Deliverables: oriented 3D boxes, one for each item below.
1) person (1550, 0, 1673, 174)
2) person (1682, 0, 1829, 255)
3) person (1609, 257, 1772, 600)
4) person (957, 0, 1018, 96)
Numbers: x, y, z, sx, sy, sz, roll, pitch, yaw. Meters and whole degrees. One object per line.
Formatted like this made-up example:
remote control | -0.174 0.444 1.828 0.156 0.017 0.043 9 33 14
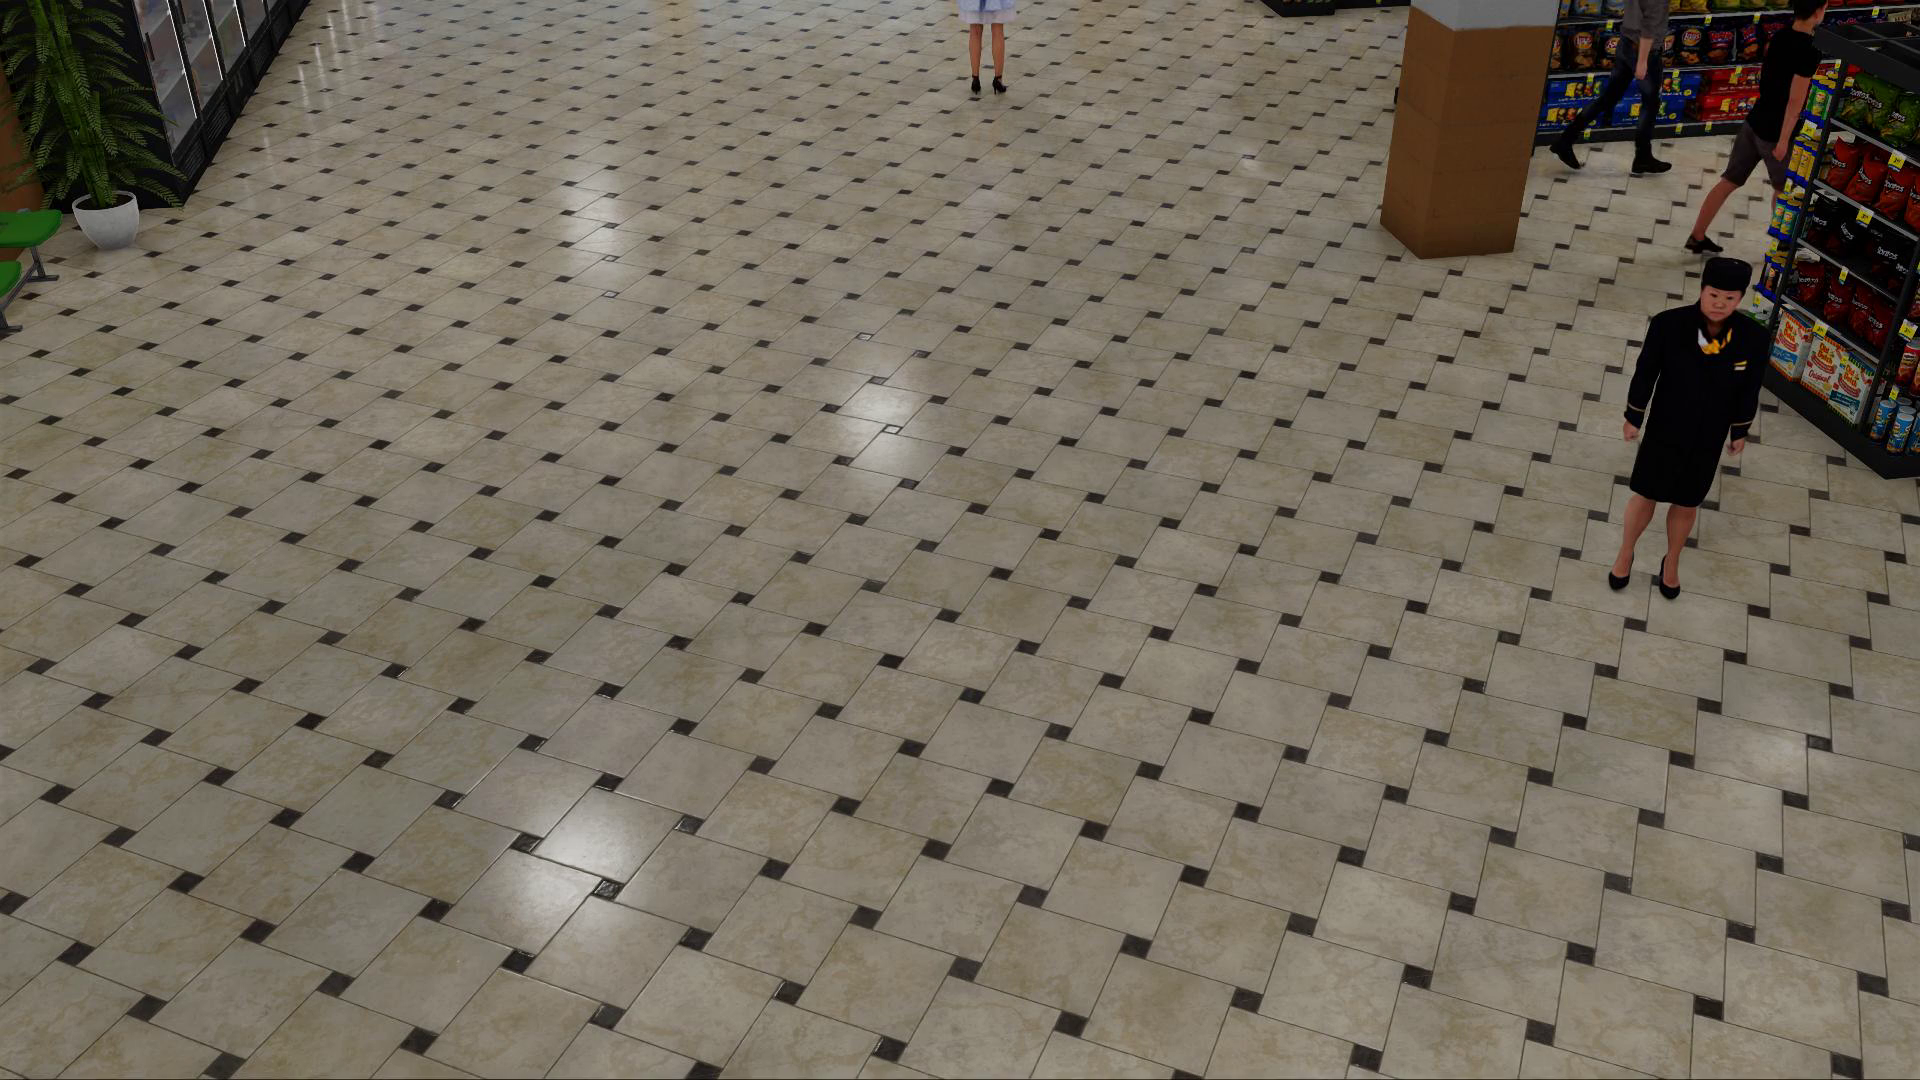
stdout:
person | 4.967 -3.640 12.416 1.205 1.876 0.781 -2 32 -3
person | 5.252 -2.689 10.949 1.199 1.812 0.703 -7 33 -11
person | 3.304 -0.498 7.560 0.755 1.671 0.867 11 34 17
person | 0.231 -4.740 14.238 0.791 1.819 0.875 7 33 11
